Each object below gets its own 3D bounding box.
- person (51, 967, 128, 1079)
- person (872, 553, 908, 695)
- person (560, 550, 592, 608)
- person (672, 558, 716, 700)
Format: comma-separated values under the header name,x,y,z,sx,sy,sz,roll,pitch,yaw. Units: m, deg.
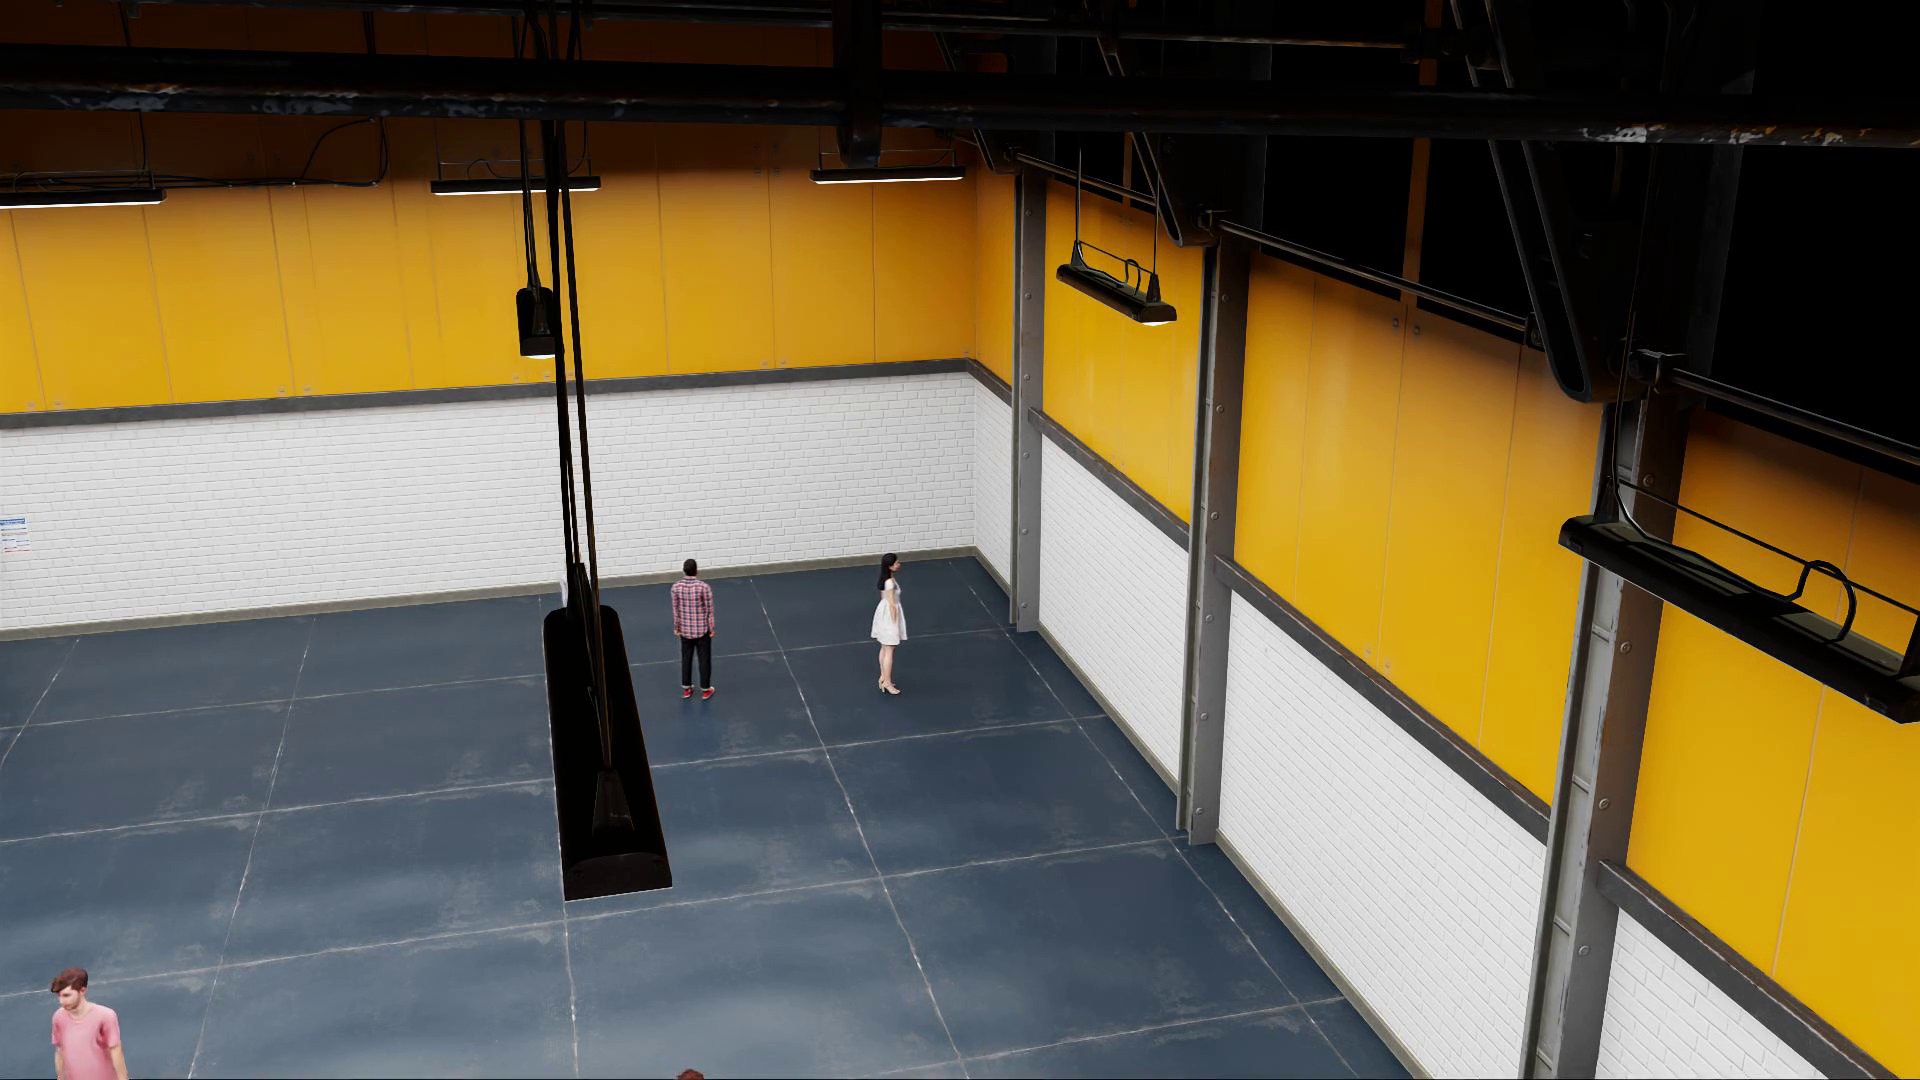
name,x,y,z,sx,sy,sz,roll,pitch,yaw
person,-5.969,3.805,11.610,0.802,1.949,0.979,1,19,1
person,-0.851,0.999,20.218,0.704,1.773,0.557,-4,19,-13
person,-4.613,0.971,20.266,0.636,1.796,0.585,0,19,-1
person,-3.197,1.060,20.062,0.763,1.758,0.748,4,19,11
